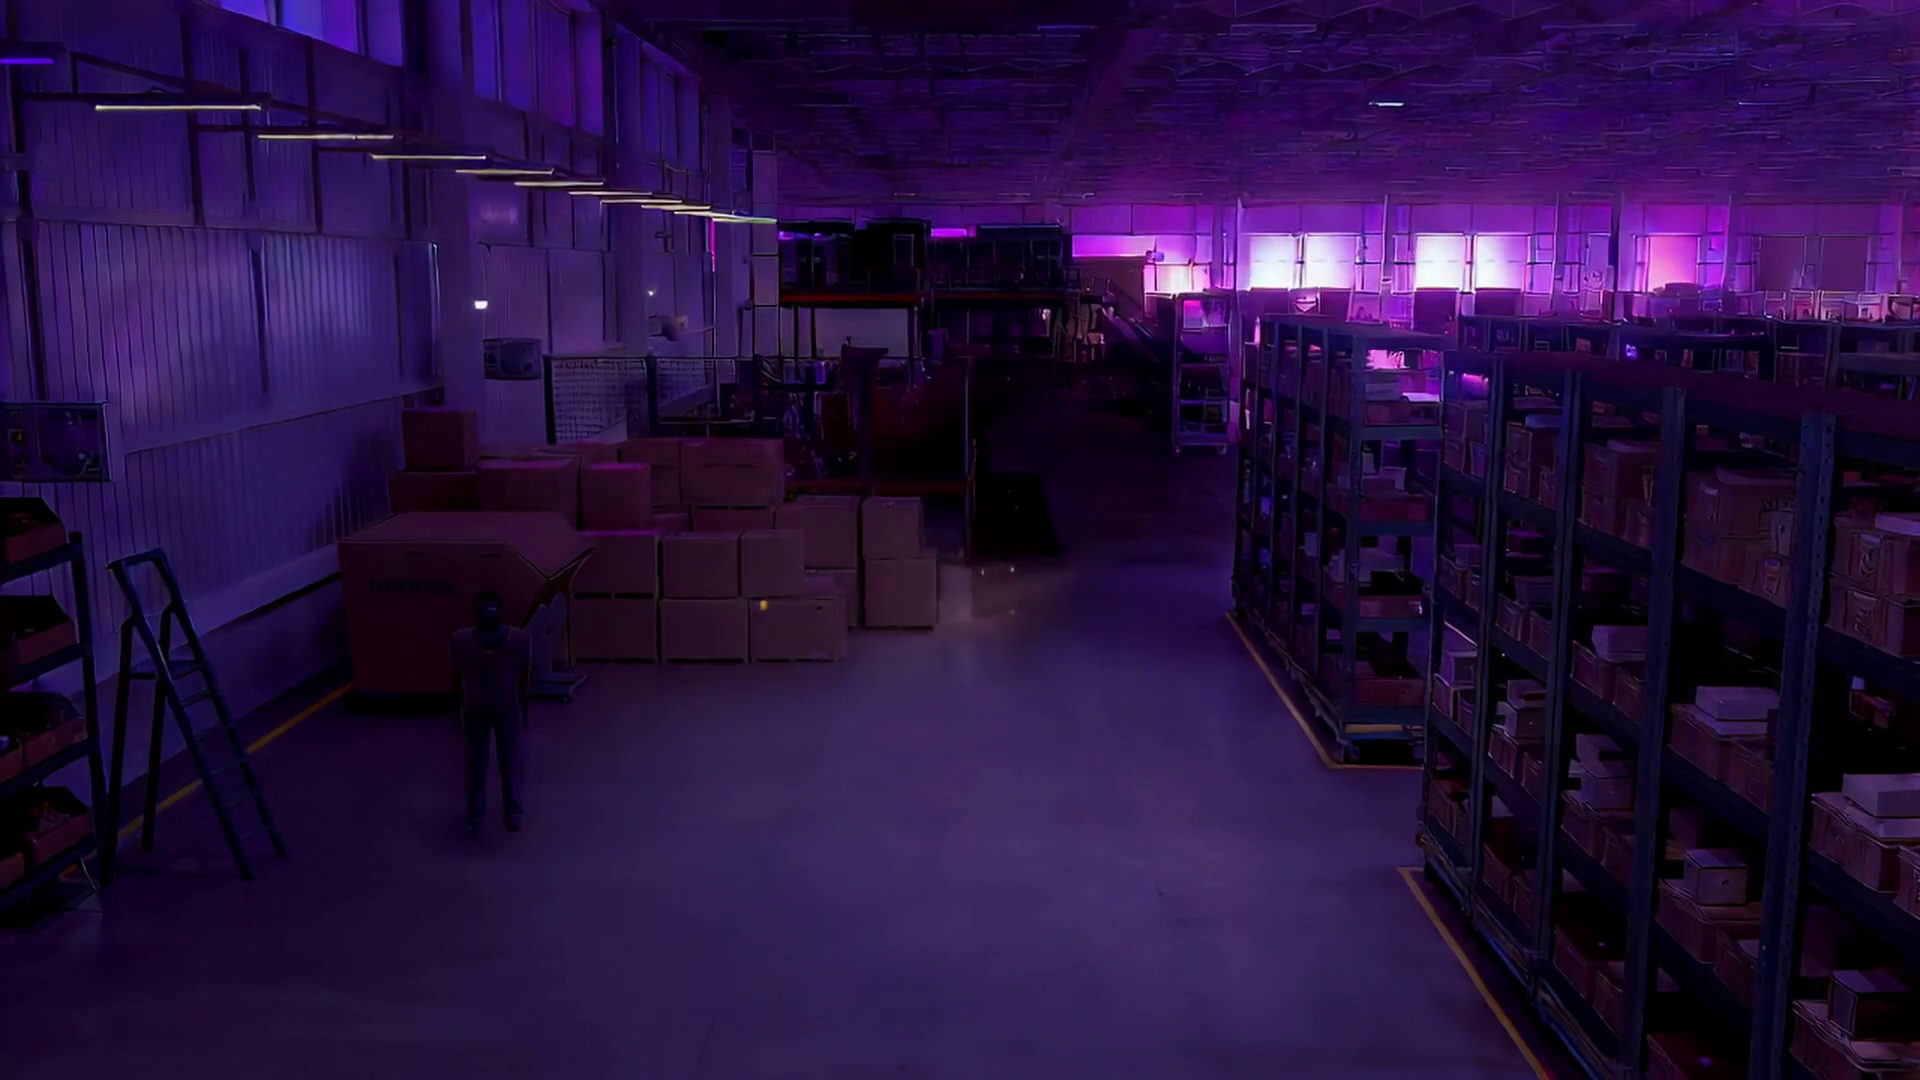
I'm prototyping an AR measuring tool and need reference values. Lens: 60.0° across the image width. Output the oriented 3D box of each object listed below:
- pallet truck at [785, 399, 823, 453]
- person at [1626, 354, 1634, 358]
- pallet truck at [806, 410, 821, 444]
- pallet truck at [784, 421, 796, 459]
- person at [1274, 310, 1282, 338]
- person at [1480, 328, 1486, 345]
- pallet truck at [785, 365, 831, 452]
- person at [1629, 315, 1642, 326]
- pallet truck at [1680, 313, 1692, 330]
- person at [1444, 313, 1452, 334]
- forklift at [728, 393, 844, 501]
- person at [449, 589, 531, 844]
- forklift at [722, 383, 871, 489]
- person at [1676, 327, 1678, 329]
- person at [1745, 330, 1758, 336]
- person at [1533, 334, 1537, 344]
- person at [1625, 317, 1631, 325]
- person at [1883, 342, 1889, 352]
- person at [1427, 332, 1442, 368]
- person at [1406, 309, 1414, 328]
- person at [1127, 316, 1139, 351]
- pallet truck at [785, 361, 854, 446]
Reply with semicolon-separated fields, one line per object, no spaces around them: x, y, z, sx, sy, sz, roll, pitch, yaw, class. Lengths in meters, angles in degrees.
-3.814;-2.432;36.419;1.630;1.274;0.653;0;9;1;pallet truck
19.039;-4.475;47.671;0.529;1.742;0.739;-6;11;-33;person
-3.559;-2.018;33.905;1.522;1.261;0.704;0;9;-1;pallet truck
-4.013;-1.793;32.705;1.601;1.201;0.680;0;9;1;pallet truck
18.244;-12.365;95.990;0.548;1.872;0.990;-7;12;-38;person
23.021;-8.632;72.740;0.618;1.933;1.057;-4;10;-21;person
-3.774;-2.976;37.635;1.885;1.965;0.823;1;9;5;pallet truck
34.507;-10.581;85.037;0.633;1.839;0.429;4;10;23;person
36.315;-10.531;84.244;0.823;1.965;1.885;-6;11;-33;pallet truck
25.170;-10.762;85.866;0.413;1.939;0.601;-2;9;-13;person
-2.979;-1.316;26.476;2.680;1.987;1.157;0;9;1;forklift
-3.381;1.252;12.021;0.567;1.846;0.389;-3;10;-19;person
-2.893;-1.687;28.729;2.680;1.987;1.157;0;9;-1;forklift
33.621;-9.431;78.241;0.758;1.736;0.559;-2;9;-13;person
38.119;-9.699;80.092;0.549;1.661;0.489;4;10;21;person
22.185;-7.276;64.623;0.528;1.849;0.716;-4;10;-23;person
31.216;-9.463;77.911;0.596;1.914;0.398;5;10;27;person
32.428;-6.238;58.208;0.551;1.856;0.516;1;9;9;person
16.295;-6.153;57.241;1.027;1.986;0.636;4;10;24;person
25.620;-12.194;94.755;0.393;1.920;0.587;9;13;42;person
8.860;-10.561;84.909;0.624;1.844;0.430;6;11;31;person
-3.410;-3.193;38.978;1.885;1.965;0.823;0;9;-1;pallet truck
